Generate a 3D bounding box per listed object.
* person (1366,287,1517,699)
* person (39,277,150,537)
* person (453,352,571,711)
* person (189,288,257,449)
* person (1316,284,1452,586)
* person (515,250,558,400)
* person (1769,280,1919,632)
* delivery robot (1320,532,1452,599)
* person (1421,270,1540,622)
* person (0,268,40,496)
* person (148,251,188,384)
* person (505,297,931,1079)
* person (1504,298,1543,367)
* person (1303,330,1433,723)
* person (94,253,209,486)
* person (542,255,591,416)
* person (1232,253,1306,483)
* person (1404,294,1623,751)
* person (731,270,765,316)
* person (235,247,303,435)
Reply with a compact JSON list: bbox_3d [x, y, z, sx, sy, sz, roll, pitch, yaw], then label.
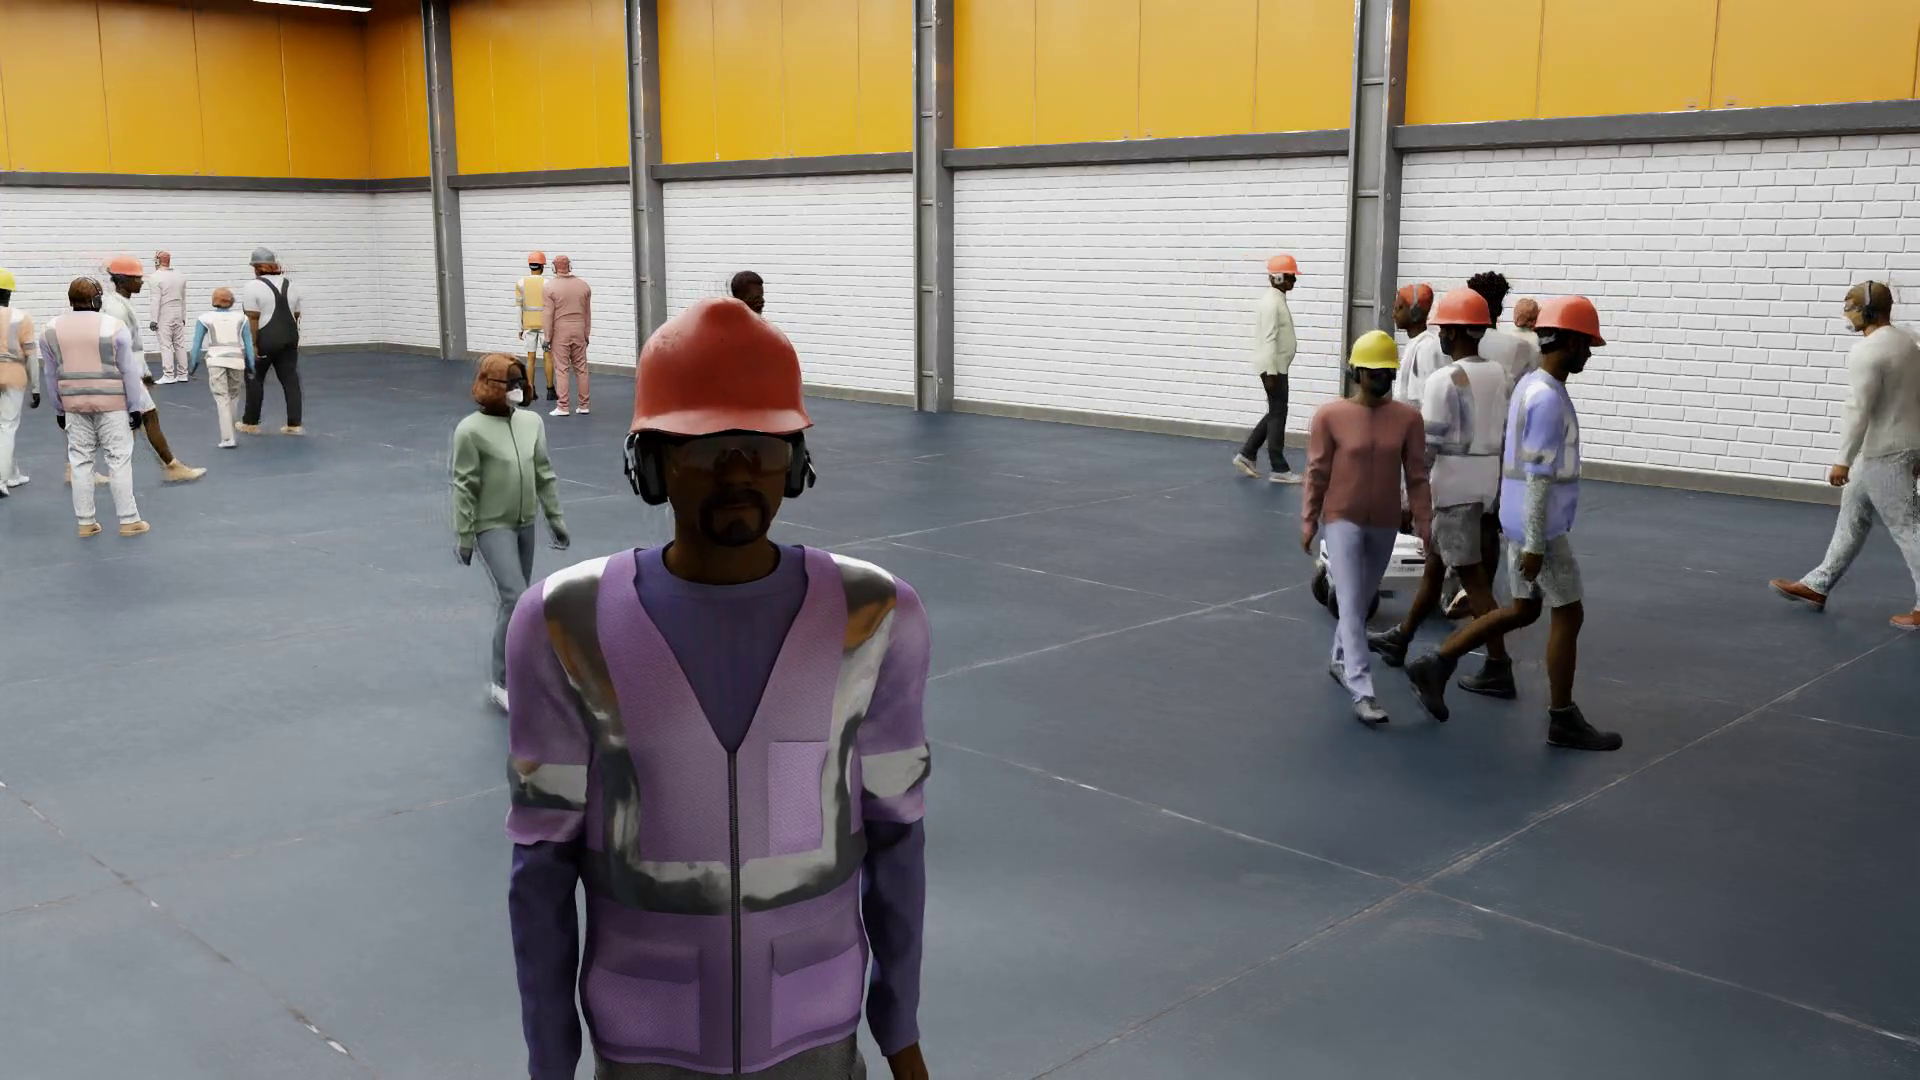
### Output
[{"bbox_3d":[2.296,-0.240,7.870,0.565,1.882,0.975,-8,13,-38],"label":"person"},{"bbox_3d":[-6.114,-0.934,11.785,0.625,1.844,0.429,-1,10,-6],"label":"person"},{"bbox_3d":[-1.973,-0.029,7.459,0.537,1.617,0.511,5,12,26],"label":"person"},{"bbox_3d":[-7.467,-1.742,16.825,0.601,1.594,0.751,-7,13,-34],"label":"person"},{"bbox_3d":[2.670,-0.615,10.073,0.952,1.831,0.608,2,11,13],"label":"person"},{"bbox_3d":[-5.455,-2.774,21.551,0.552,1.935,0.367,0,10,2],"label":"person"},{"bbox_3d":[5.014,-0.467,9.099,0.997,1.876,0.633,10,14,43],"label":"person"},{"bbox_3d":[2.392,0.118,9.299,0.707,0.478,0.477,0,10,-1],"label":"delivery robot"},{"bbox_3d":[2.809,-0.483,9.045,0.659,1.943,0.557,1,10,4],"label":"person"},{"bbox_3d":[-7.935,-1.306,13.760,0.591,1.876,0.993,-2,11,-11],"label":"person"},{"bbox_3d":[-11.434,-3.201,23.965,0.409,1.907,0.651,3,11,16],"label":"person"},{"bbox_3d":[-0.332,0.682,2.411,0.607,2.048,0.365,-2,11,-13],"label":"person"},{"bbox_3d":[4.438,-1.081,13.134,0.514,1.641,0.307,2,11,12],"label":"person"},{"bbox_3d":[1.835,-0.084,7.487,0.551,1.713,0.931,-2,10,-8],"label":"person"},{"bbox_3d":[-7.113,-1.437,14.186,1.069,1.986,0.630,-5,12,-27],"label":"person"},{"bbox_3d":[-4.671,-2.416,19.700,0.637,1.904,0.403,-10,14,-43],"label":"person"},{"bbox_3d":[2.720,-1.491,14.435,0.570,1.990,0.634,3,11,18],"label":"person"},{"bbox_3d":[2.354,-0.078,6.982,0.824,1.904,0.548,2,11,13],"label":"person"},{"bbox_3d":[-1.443,-0.812,10.934,0.474,1.903,0.627,5,11,25],"label":"person"},{"bbox_3d":[-7.454,-2.144,17.834,0.896,2.000,0.703,6,12,30],"label":"person"}]
